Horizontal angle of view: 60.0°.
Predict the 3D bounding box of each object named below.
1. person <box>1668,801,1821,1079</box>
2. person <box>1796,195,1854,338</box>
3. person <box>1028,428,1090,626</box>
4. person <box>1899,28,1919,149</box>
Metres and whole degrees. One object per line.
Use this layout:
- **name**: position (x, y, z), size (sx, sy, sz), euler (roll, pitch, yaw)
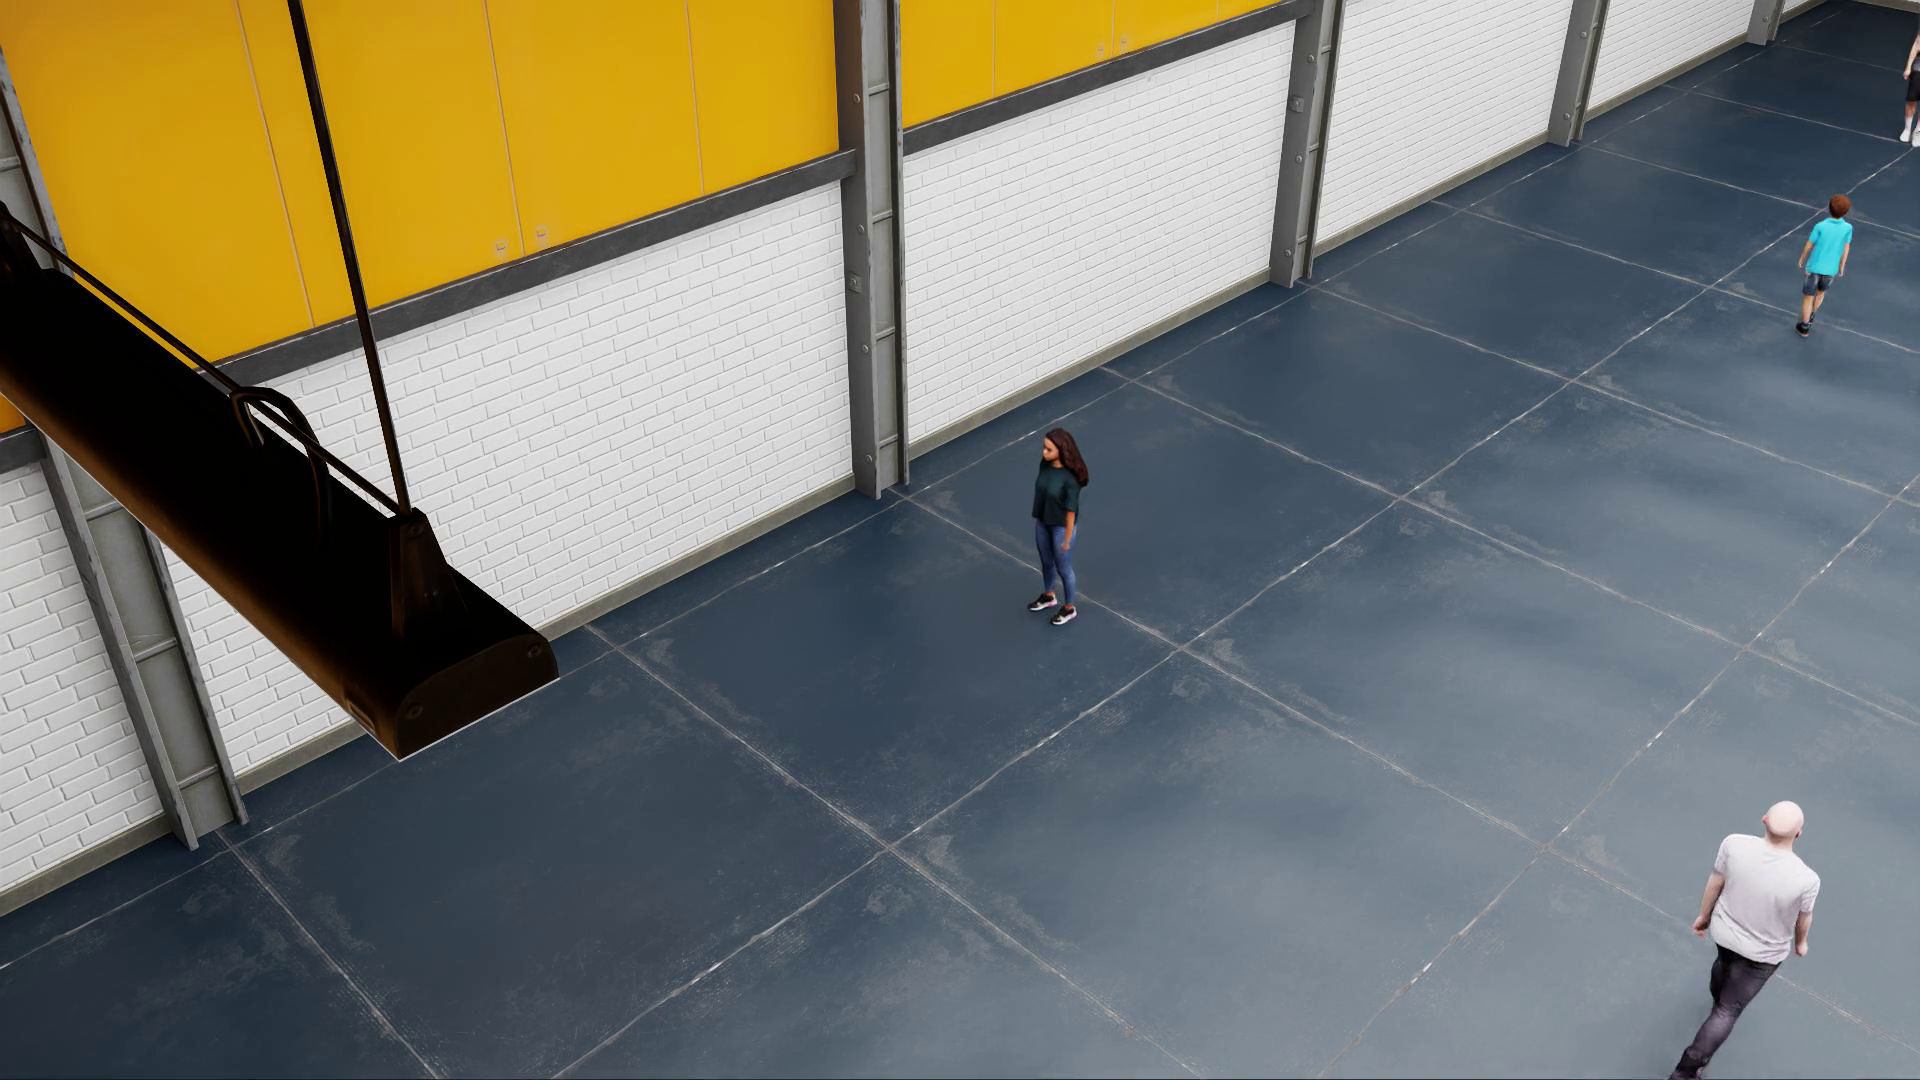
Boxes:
- **person**: position (4.128, 2.178, 8.828), size (1.252, 1.788, 0.786), euler (-23, 40, -30)
- **person**: position (8.566, -2.694, 16.475), size (0.755, 1.436, 0.841), euler (5, 34, 8)
- **person**: position (0.730, -0.120, 12.443), size (0.623, 1.613, 0.619), euler (-23, 40, -30)
- **person**: position (12.240, -5.971, 21.025), size (0.762, 1.856, 0.815), euler (18, 37, 24)
